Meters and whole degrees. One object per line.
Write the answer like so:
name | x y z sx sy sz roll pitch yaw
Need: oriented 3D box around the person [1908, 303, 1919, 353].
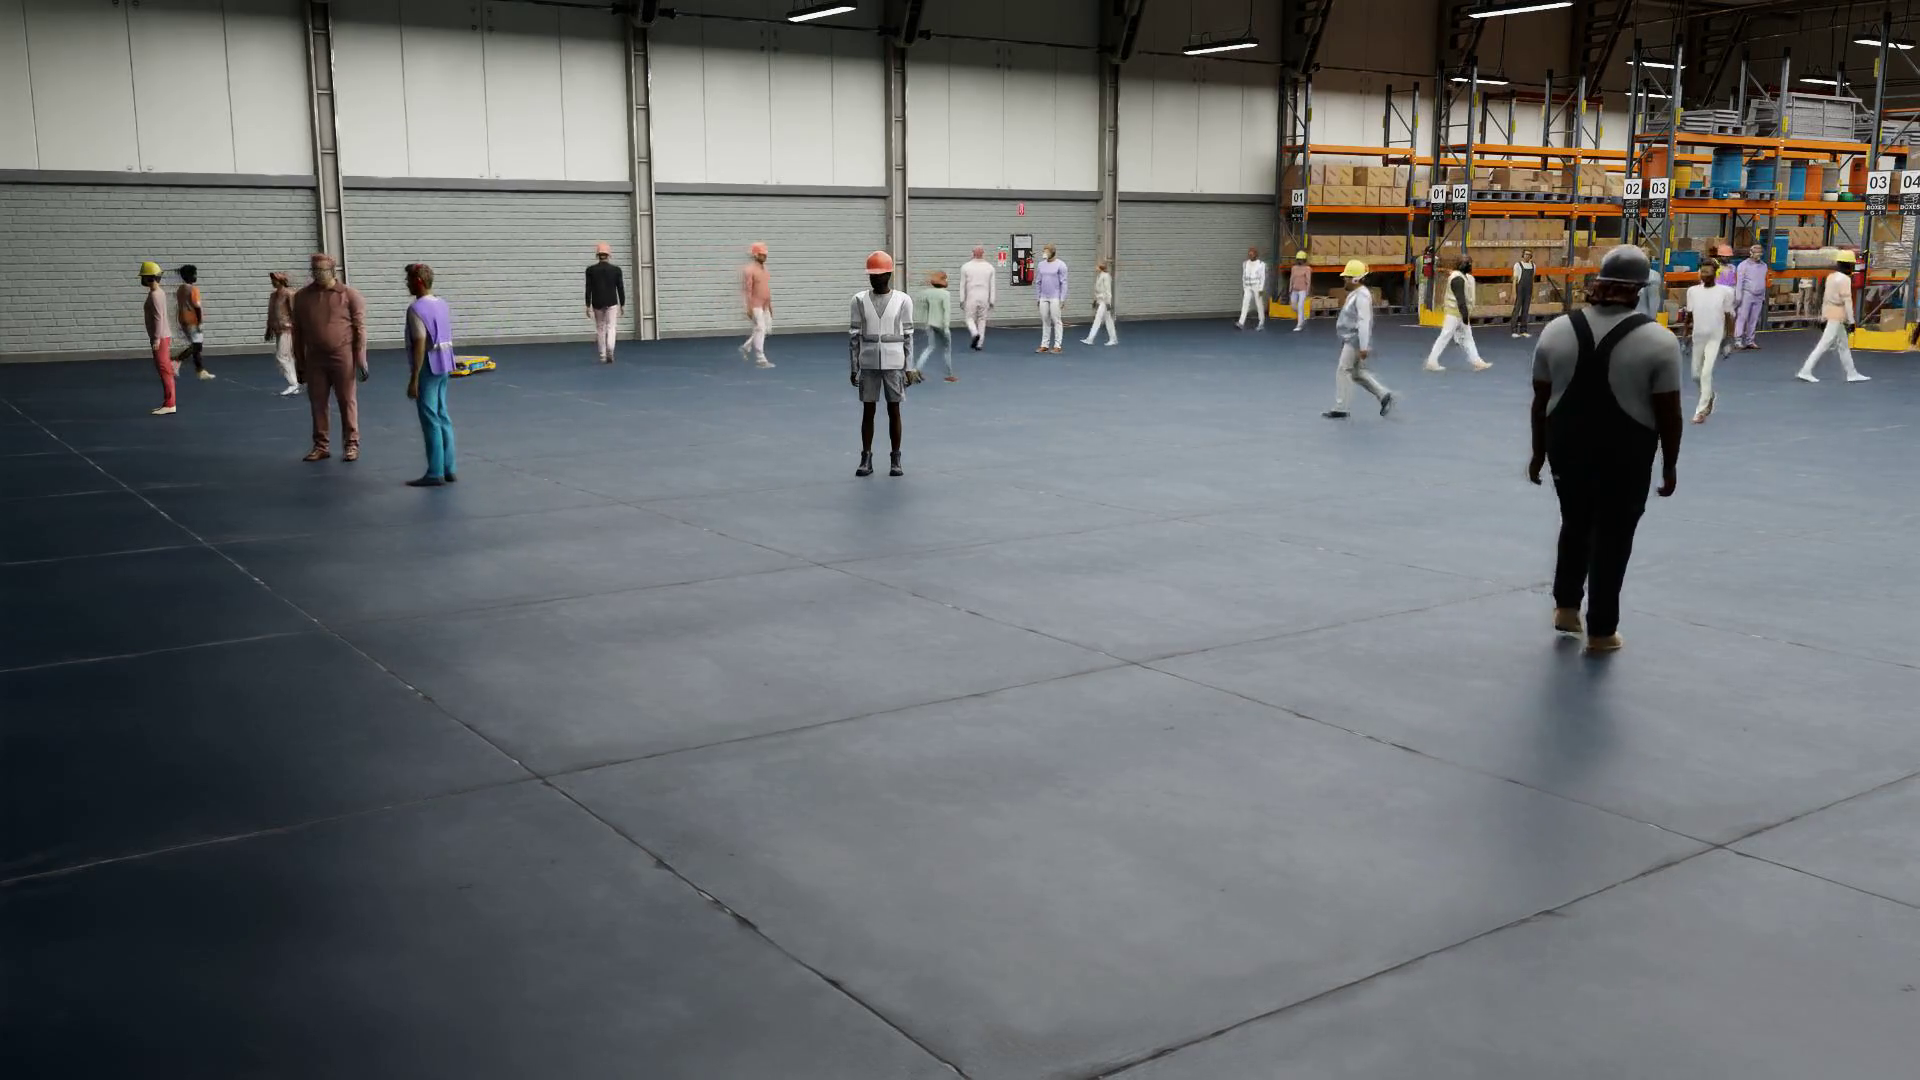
person | 17.270 -4.133 29.532 0.866 1.628 0.533 -3 11 -14

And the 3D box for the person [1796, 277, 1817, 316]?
person | 20.636 -6.143 40.538 0.310 1.638 0.523 -4 11 -22

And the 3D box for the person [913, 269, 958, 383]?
person | -0.348 -3.014 23.473 0.507 1.603 0.756 9 14 42

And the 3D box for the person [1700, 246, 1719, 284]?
person | 18.356 -6.251 40.609 0.449 1.827 0.654 -5 11 -25

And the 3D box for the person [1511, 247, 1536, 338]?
person | 11.503 -5.037 33.919 0.506 1.843 0.349 -4 11 -19

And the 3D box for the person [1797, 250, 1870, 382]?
person | 12.413 -3.156 23.534 1.006 1.878 0.609 2 10 8

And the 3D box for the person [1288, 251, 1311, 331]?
person | 7.467 -5.461 36.453 0.487 1.751 0.547 -9 14 -40

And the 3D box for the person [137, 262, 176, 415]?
person | -9.347 -2.341 19.347 0.314 1.767 0.534 -4 11 -21

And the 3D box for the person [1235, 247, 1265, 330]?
person | 6.478 -5.558 36.831 0.599 1.823 1.025 8 13 39

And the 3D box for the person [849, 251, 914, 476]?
person | -0.677 -1.508 14.311 0.552 1.933 0.363 1 10 3

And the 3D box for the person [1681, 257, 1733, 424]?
person | 8.348 -2.227 18.532 0.524 1.848 0.770 10 14 43

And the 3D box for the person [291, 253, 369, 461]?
person | -5.780 -1.666 15.279 0.709 1.905 0.402 0 10 -2

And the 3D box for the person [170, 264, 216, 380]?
person | -11.053 -3.107 23.792 0.535 1.676 0.645 9 14 41

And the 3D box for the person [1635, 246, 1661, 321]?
person | 8.877 -2.833 21.594 0.672 1.923 0.661 -6 12 -30

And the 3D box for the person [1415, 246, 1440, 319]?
person | 11.666 -6.414 41.488 0.624 1.837 0.430 7 12 33

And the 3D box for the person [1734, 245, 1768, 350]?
person | 14.521 -4.441 30.476 0.644 1.907 0.399 -3 11 -17

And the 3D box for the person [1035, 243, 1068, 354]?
person | 1.613 -4.256 29.381 0.629 1.936 0.372 9 14 40

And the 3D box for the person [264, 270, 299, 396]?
person | -8.804 -2.673 21.562 0.432 1.625 0.520 -10 14 -44

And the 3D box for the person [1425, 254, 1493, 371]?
person | 7.657 -3.470 25.495 1.002 1.786 0.636 4 11 22

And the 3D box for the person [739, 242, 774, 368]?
person | -3.219 -3.700 26.193 0.612 1.980 0.630 5 11 24

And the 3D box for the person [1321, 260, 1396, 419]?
person | 4.525 -2.253 18.756 0.757 1.807 0.593 2 11 11

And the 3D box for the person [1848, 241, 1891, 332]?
person | 19.346 -5.341 35.144 0.968 2.002 0.616 -2 11 -12

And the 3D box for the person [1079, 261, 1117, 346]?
person | 2.625 -4.464 31.437 0.834 1.595 0.546 -2 10 -9

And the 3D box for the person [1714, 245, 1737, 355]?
person | 13.260 -4.165 28.933 0.568 1.910 0.657 -1 10 -8

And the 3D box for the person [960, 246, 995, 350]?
person | 0.320 -4.367 30.109 0.662 1.887 0.492 -2 11 -12

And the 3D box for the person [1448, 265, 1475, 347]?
person | 9.422 -4.450 31.336 0.508 1.608 0.483 1 10 6

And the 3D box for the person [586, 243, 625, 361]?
person | -5.832 -3.892 27.319 0.628 1.971 0.830 -1 10 -6

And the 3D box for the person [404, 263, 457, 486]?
person | -4.383 -1.365 13.788 0.374 1.840 0.570 1 10 5

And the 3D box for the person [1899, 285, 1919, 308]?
person | 19.145 -4.966 33.294 0.625 1.934 0.364 5 12 26

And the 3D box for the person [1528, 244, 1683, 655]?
person | 3.230 -0.458 8.268 0.711 2.000 0.582 9 14 40

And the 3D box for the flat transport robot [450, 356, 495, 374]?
flat transport robot | -7.584 -2.645 25.113 0.652 0.197 1.431 1 10 4
